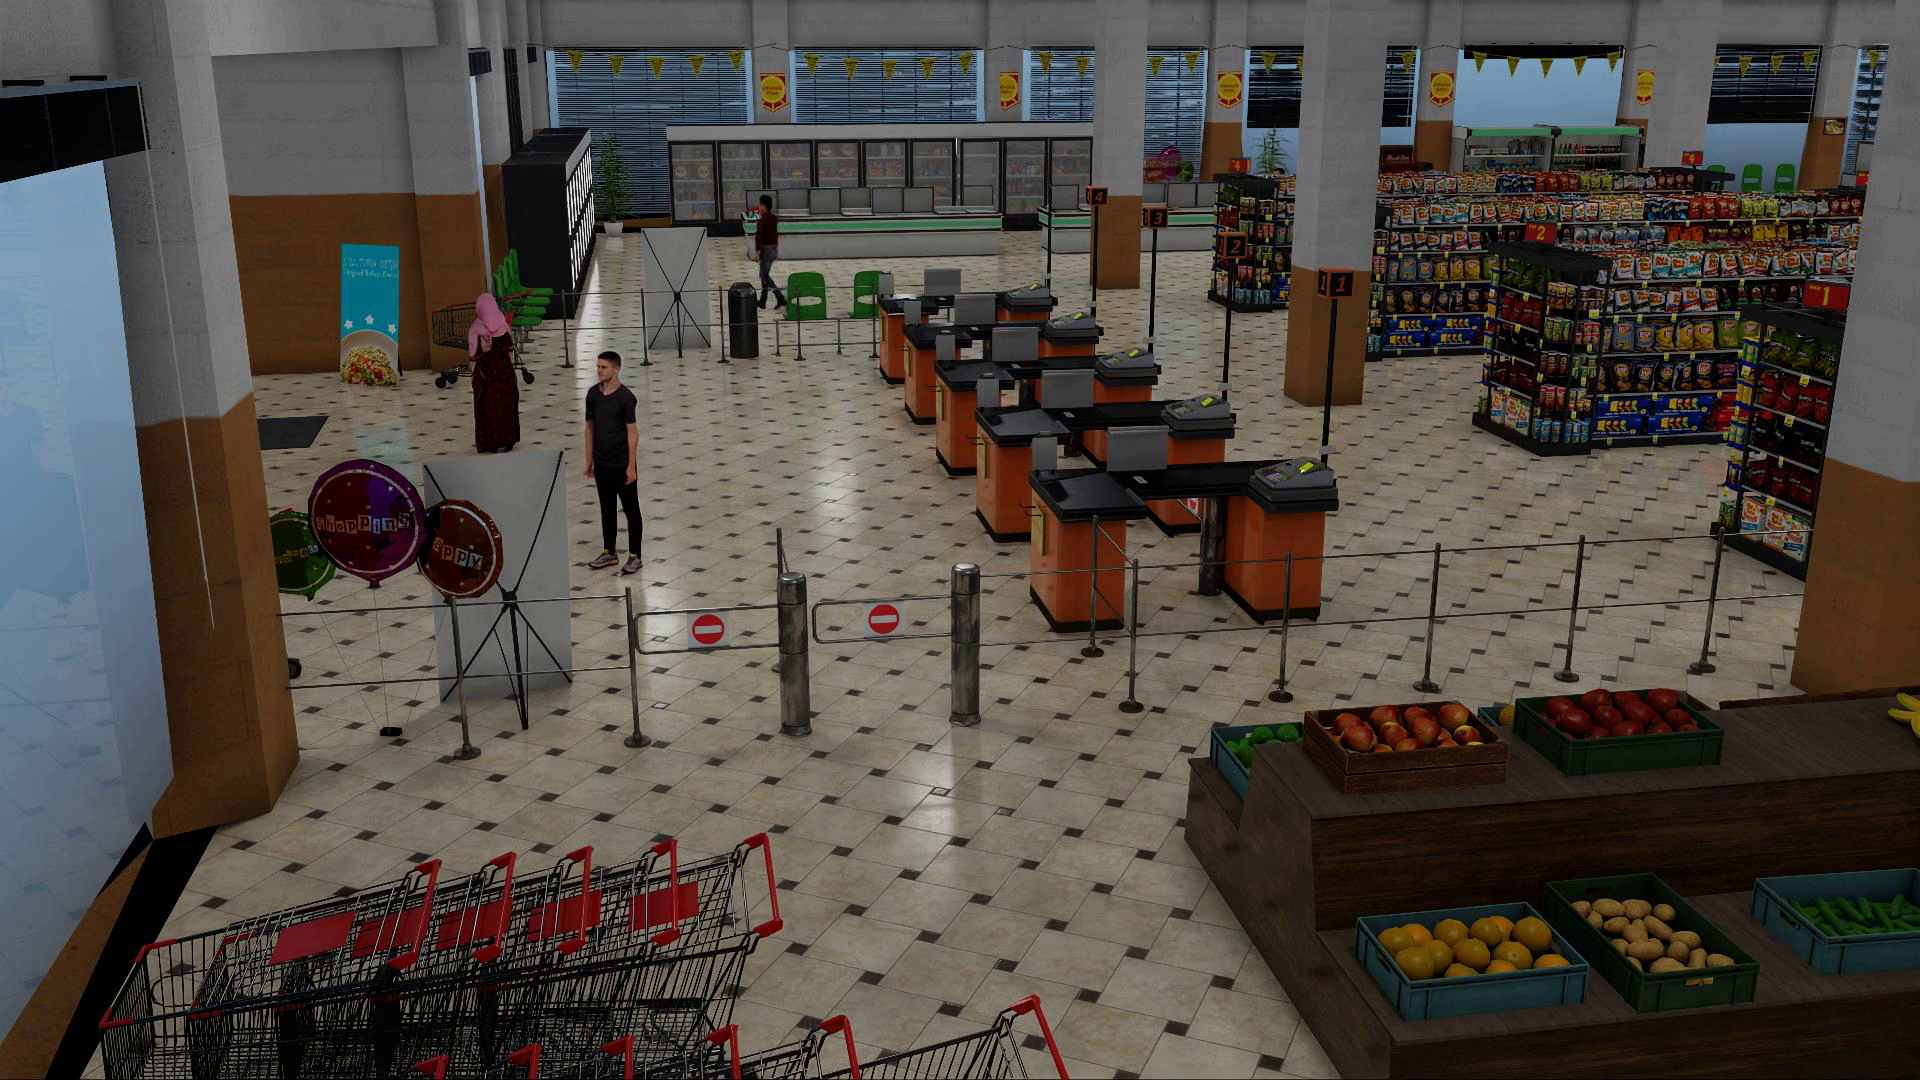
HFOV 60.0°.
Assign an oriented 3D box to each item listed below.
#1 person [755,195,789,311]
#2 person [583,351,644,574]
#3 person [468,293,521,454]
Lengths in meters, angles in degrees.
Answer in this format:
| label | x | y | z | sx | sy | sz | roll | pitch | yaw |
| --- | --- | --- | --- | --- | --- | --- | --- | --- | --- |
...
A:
| label | x | y | z | sx | sy | sz | roll | pitch | yaw |
| --- | --- | --- | --- | --- | --- | --- | --- | --- | --- |
| person | -2.916 | -4.404 | 25.642 | 1.096 | 1.760 | 0.995 | 8 | 19 | 26 |
| person | -2.734 | -0.624 | 13.186 | 0.681 | 1.764 | 0.781 | 8 | 19 | 24 |
| person | -4.768 | -1.711 | 16.985 | 0.702 | 1.637 | 0.818 | -12 | 21 | -35 |
